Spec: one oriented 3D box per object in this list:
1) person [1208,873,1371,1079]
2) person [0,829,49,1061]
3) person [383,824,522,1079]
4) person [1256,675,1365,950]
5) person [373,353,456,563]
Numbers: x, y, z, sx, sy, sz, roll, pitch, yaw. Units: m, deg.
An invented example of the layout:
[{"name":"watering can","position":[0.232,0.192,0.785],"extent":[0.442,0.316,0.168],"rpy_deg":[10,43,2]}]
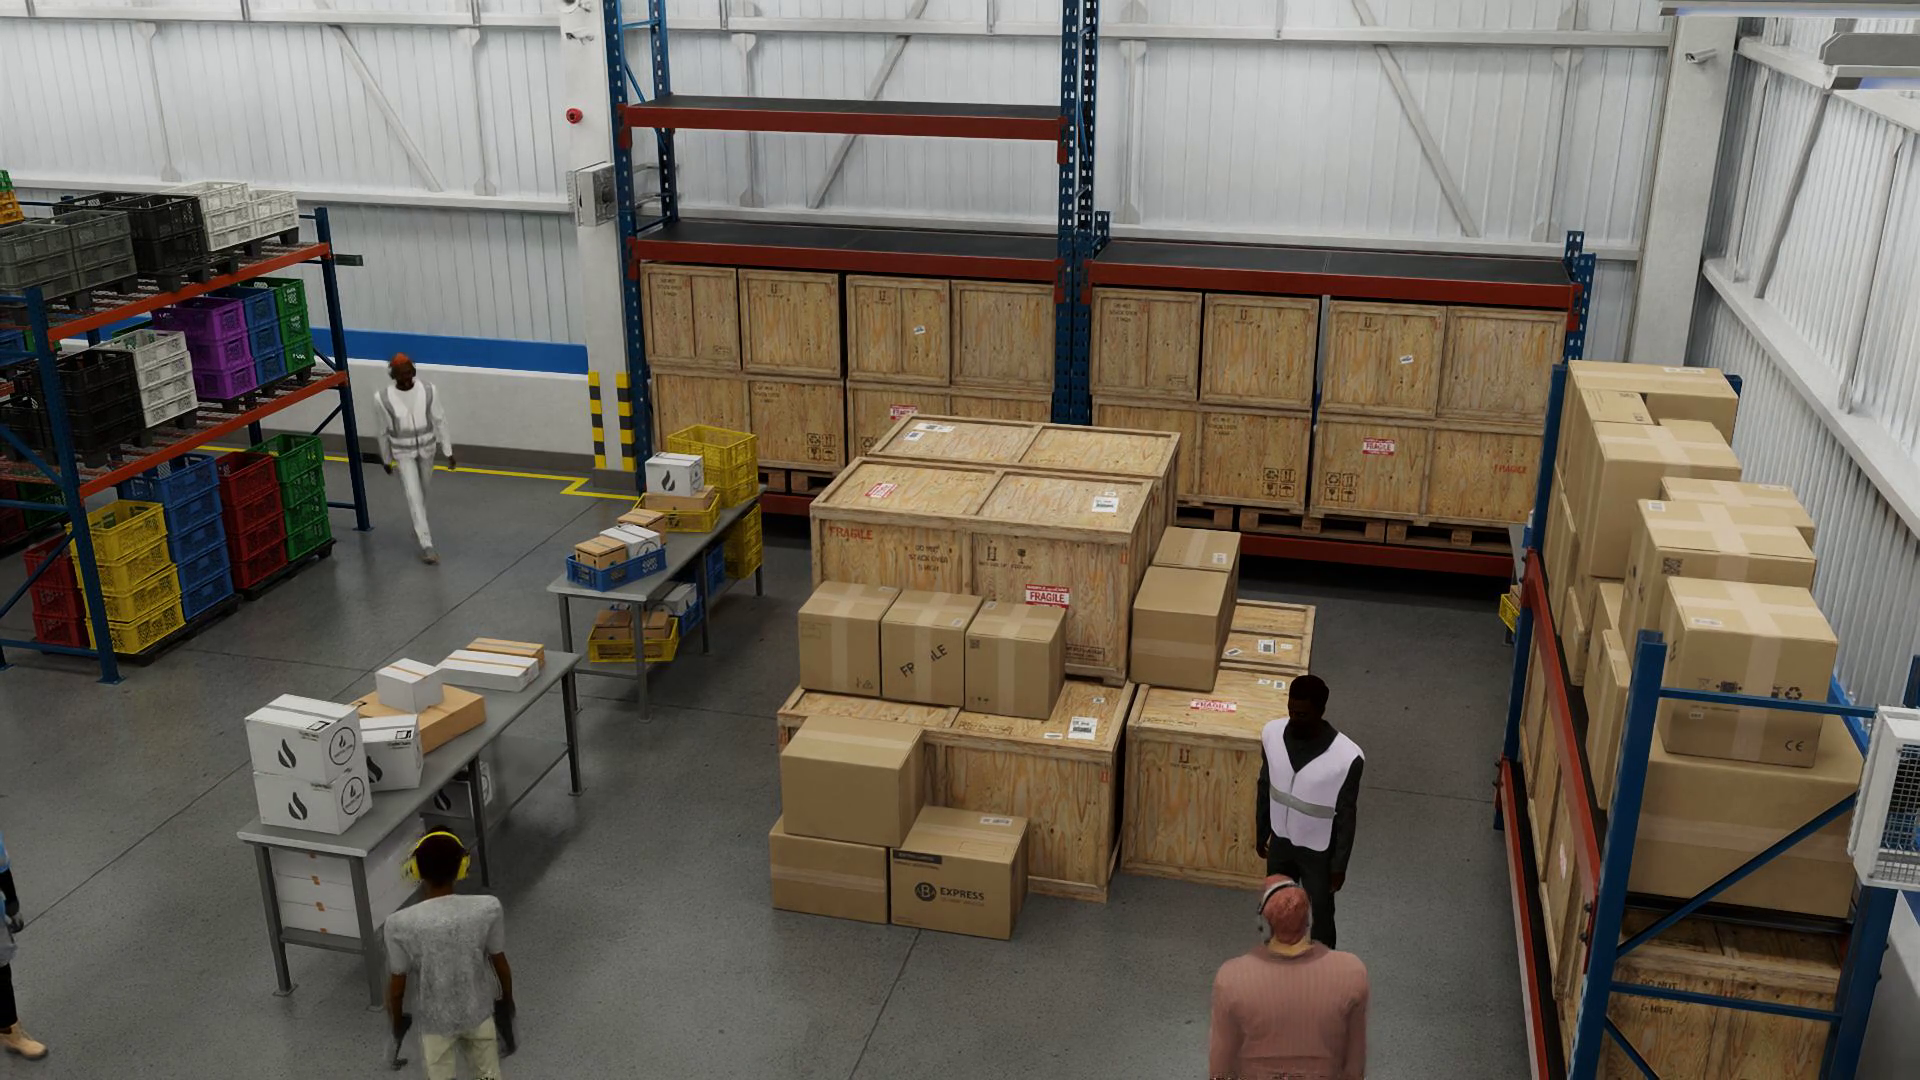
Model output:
[{"name":"person","position":[1.342,2.252,6.870],"extent":[0.655,1.882,0.679],"rpy_deg":[1,21,3]},{"name":"person","position":[-4.836,1.895,8.087],"extent":[0.322,1.689,0.547],"rpy_deg":[13,24,30]},{"name":"person","position":[-2.224,2.129,7.259],"extent":[0.580,1.861,0.402],"rpy_deg":[-9,23,-23]},{"name":"person","position":[1.784,1.563,8.646],"extent":[0.583,1.911,0.394],"rpy_deg":[19,28,40]},{"name":"person","position":[-4.879,-0.787,14.900],"extent":[0.595,1.833,0.994],"rpy_deg":[-13,24,-30]}]
